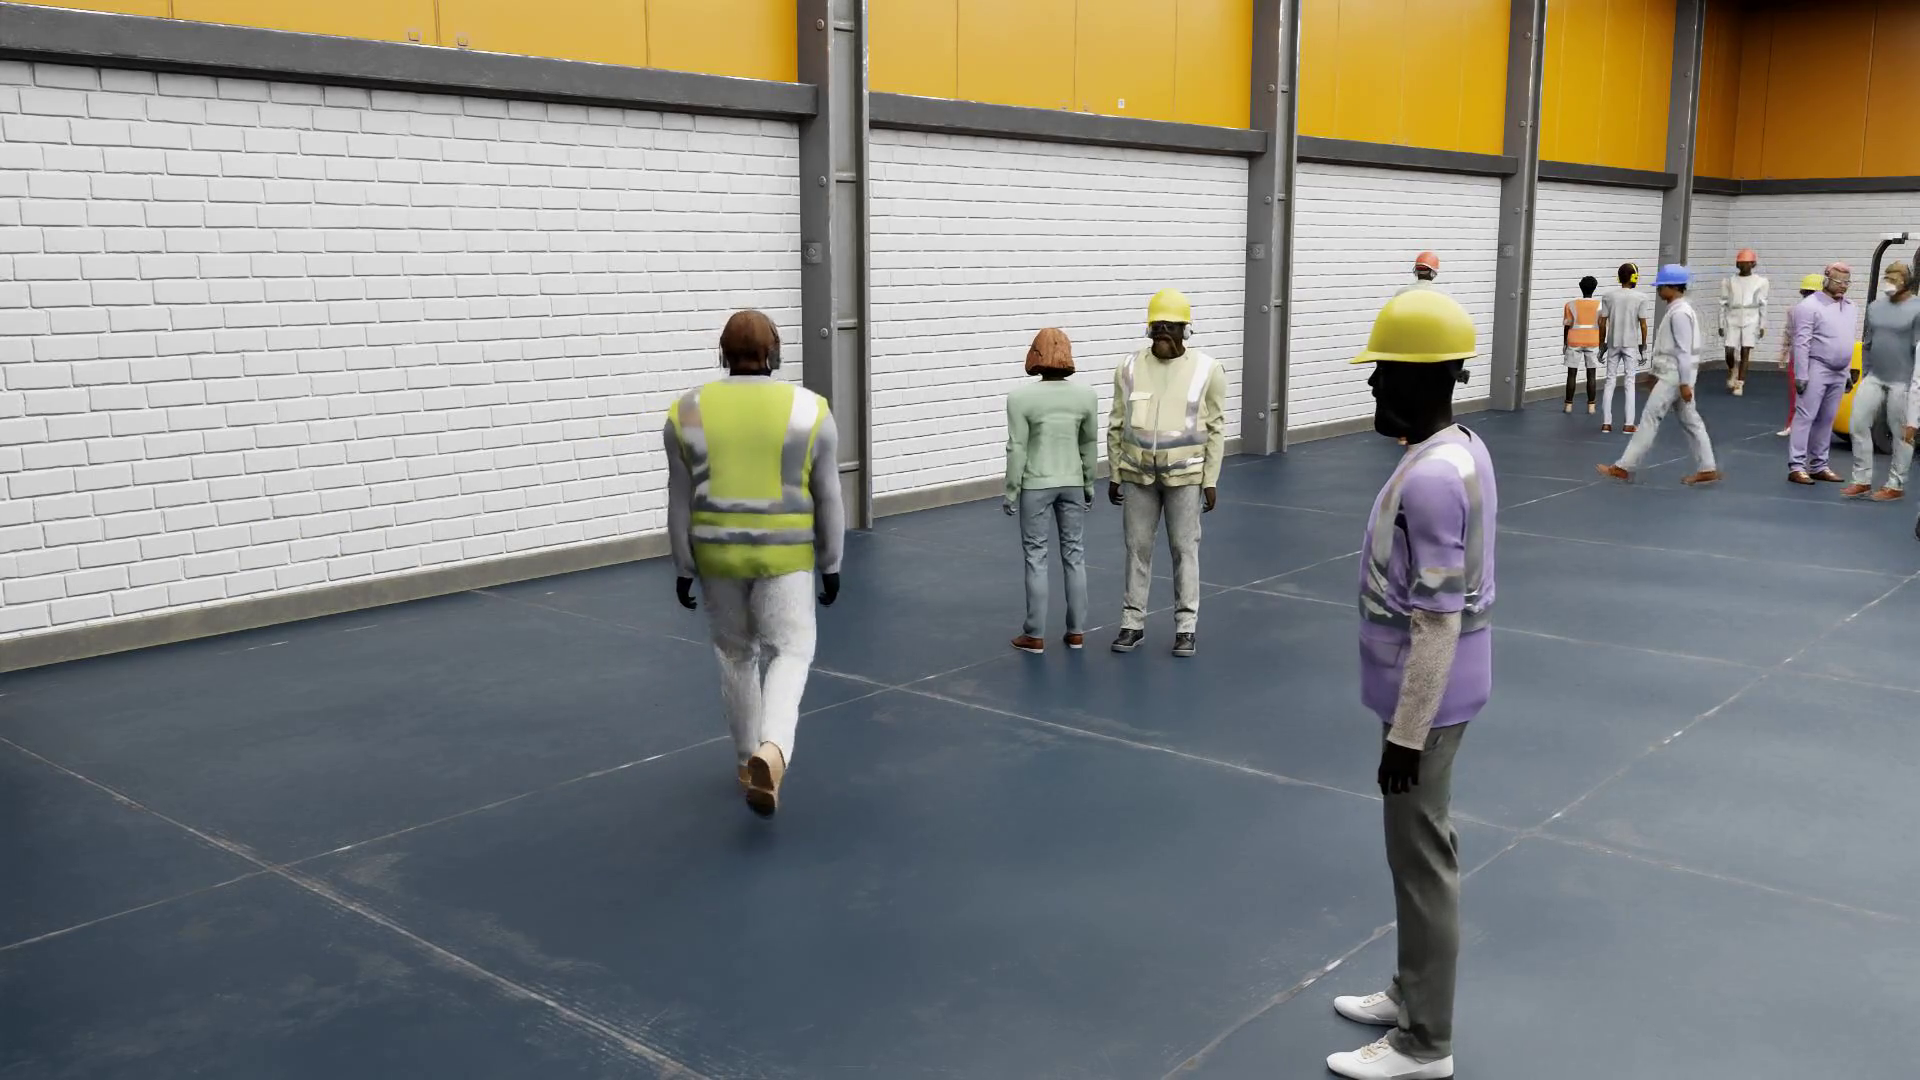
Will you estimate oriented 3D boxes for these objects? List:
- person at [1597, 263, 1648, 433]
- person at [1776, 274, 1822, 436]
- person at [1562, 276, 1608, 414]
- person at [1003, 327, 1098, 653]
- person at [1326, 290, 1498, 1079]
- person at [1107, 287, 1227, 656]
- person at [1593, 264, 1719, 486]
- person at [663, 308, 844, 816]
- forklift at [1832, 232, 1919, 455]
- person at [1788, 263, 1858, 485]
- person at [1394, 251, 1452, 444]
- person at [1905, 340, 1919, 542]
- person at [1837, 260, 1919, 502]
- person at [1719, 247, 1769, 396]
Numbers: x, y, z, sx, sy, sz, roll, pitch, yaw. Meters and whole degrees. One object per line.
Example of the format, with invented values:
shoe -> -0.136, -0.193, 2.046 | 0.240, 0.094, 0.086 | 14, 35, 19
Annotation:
person -> 7.277, -2.101, 18.270 | 0.534, 1.863, 0.310 | 7, 12, 35
person -> 9.029, -1.965, 17.790 | 0.378, 1.750, 0.583 | -5, 11, -28
person -> 7.662, -2.390, 20.414 | 0.530, 1.689, 0.322 | 3, 10, 16
person -> 0.456, -0.247, 8.369 | 0.507, 1.633, 0.277 | -4, 11, -21
person -> 1.102, 0.364, 4.056 | 0.366, 1.926, 0.592 | 3, 10, 17
person -> 1.012, -0.335, 8.298 | 0.590, 1.836, 0.404 | 3, 11, 19
person -> 6.046, -1.400, 14.213 | 1.014, 1.893, 0.608 | 5, 11, 25
person -> -0.739, 0.079, 5.993 | 0.636, 1.817, 0.784 | 0, 10, 1
forklift -> 9.955, -1.972, 16.595 | 2.313, 2.155, 1.214 | 1, 10, 8
person -> 7.473, -1.429, 14.349 | 0.642, 1.899, 0.399 | -4, 11, -23
person -> 4.764, -1.969, 17.145 | 0.623, 1.992, 0.396 | 5, 11, 28
person -> 6.581, -0.794, 10.960 | 0.610, 1.814, 0.474 | 4, 11, 24
person -> 7.316, -1.240, 13.193 | 0.668, 1.921, 0.655 | -4, 11, -21
person -> 10.797, -3.008, 22.948 | 0.602, 2.032, 0.579 | 5, 11, 29
